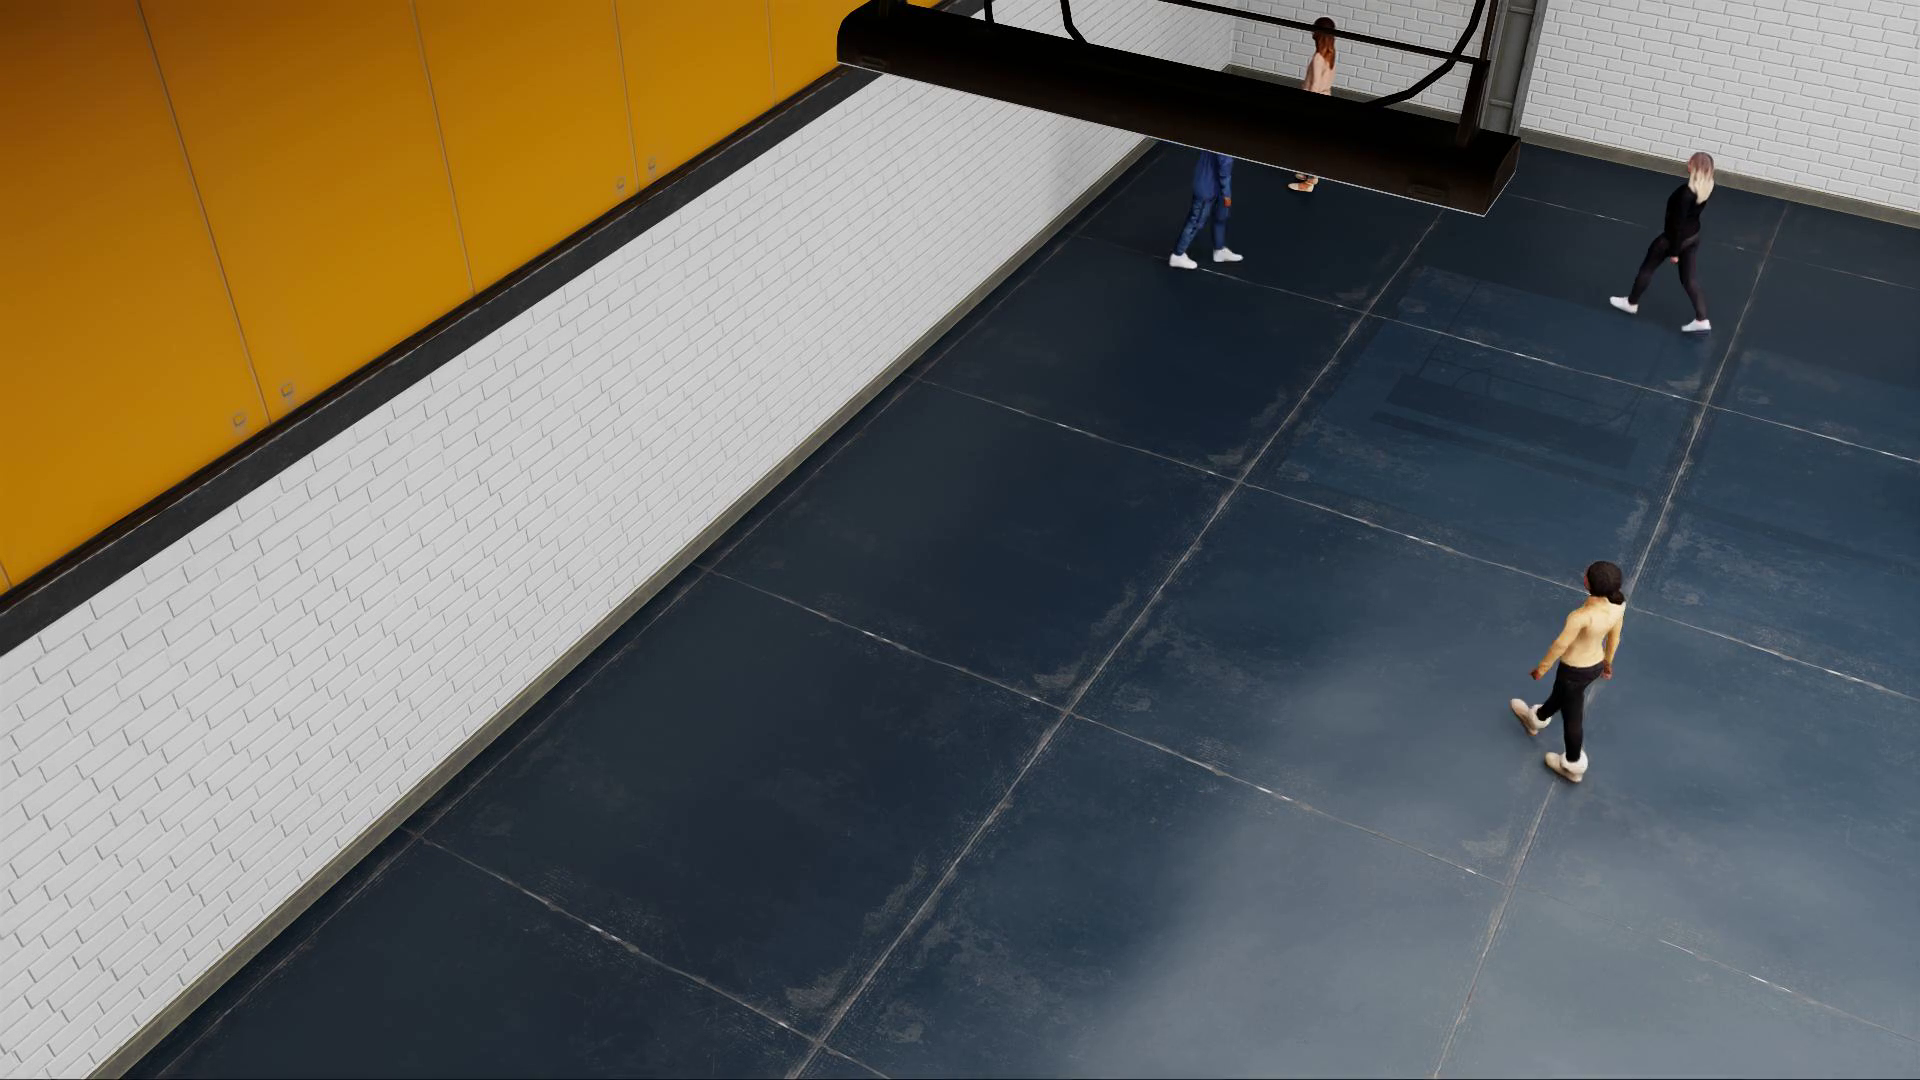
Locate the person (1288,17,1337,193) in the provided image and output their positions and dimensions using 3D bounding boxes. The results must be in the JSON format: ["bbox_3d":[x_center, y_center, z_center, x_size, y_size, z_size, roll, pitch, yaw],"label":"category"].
[{"bbox_3d":[3.577,-4.356,16.667,0.511,1.791,0.579,19,42,22],"label":"person"}]

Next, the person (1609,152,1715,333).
[{"bbox_3d":[6.379,-2.566,14.542,0.902,1.646,1.232,-26,46,-29],"label":"person"}]

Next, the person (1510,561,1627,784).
[{"bbox_3d":[3.888,0.848,10.272,0.913,1.640,1.070,-20,43,-23],"label":"person"}]

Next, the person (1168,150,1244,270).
[{"bbox_3d":[2.240,-3.313,15.369,1.073,1.781,0.923,-1,39,-1],"label":"person"}]
